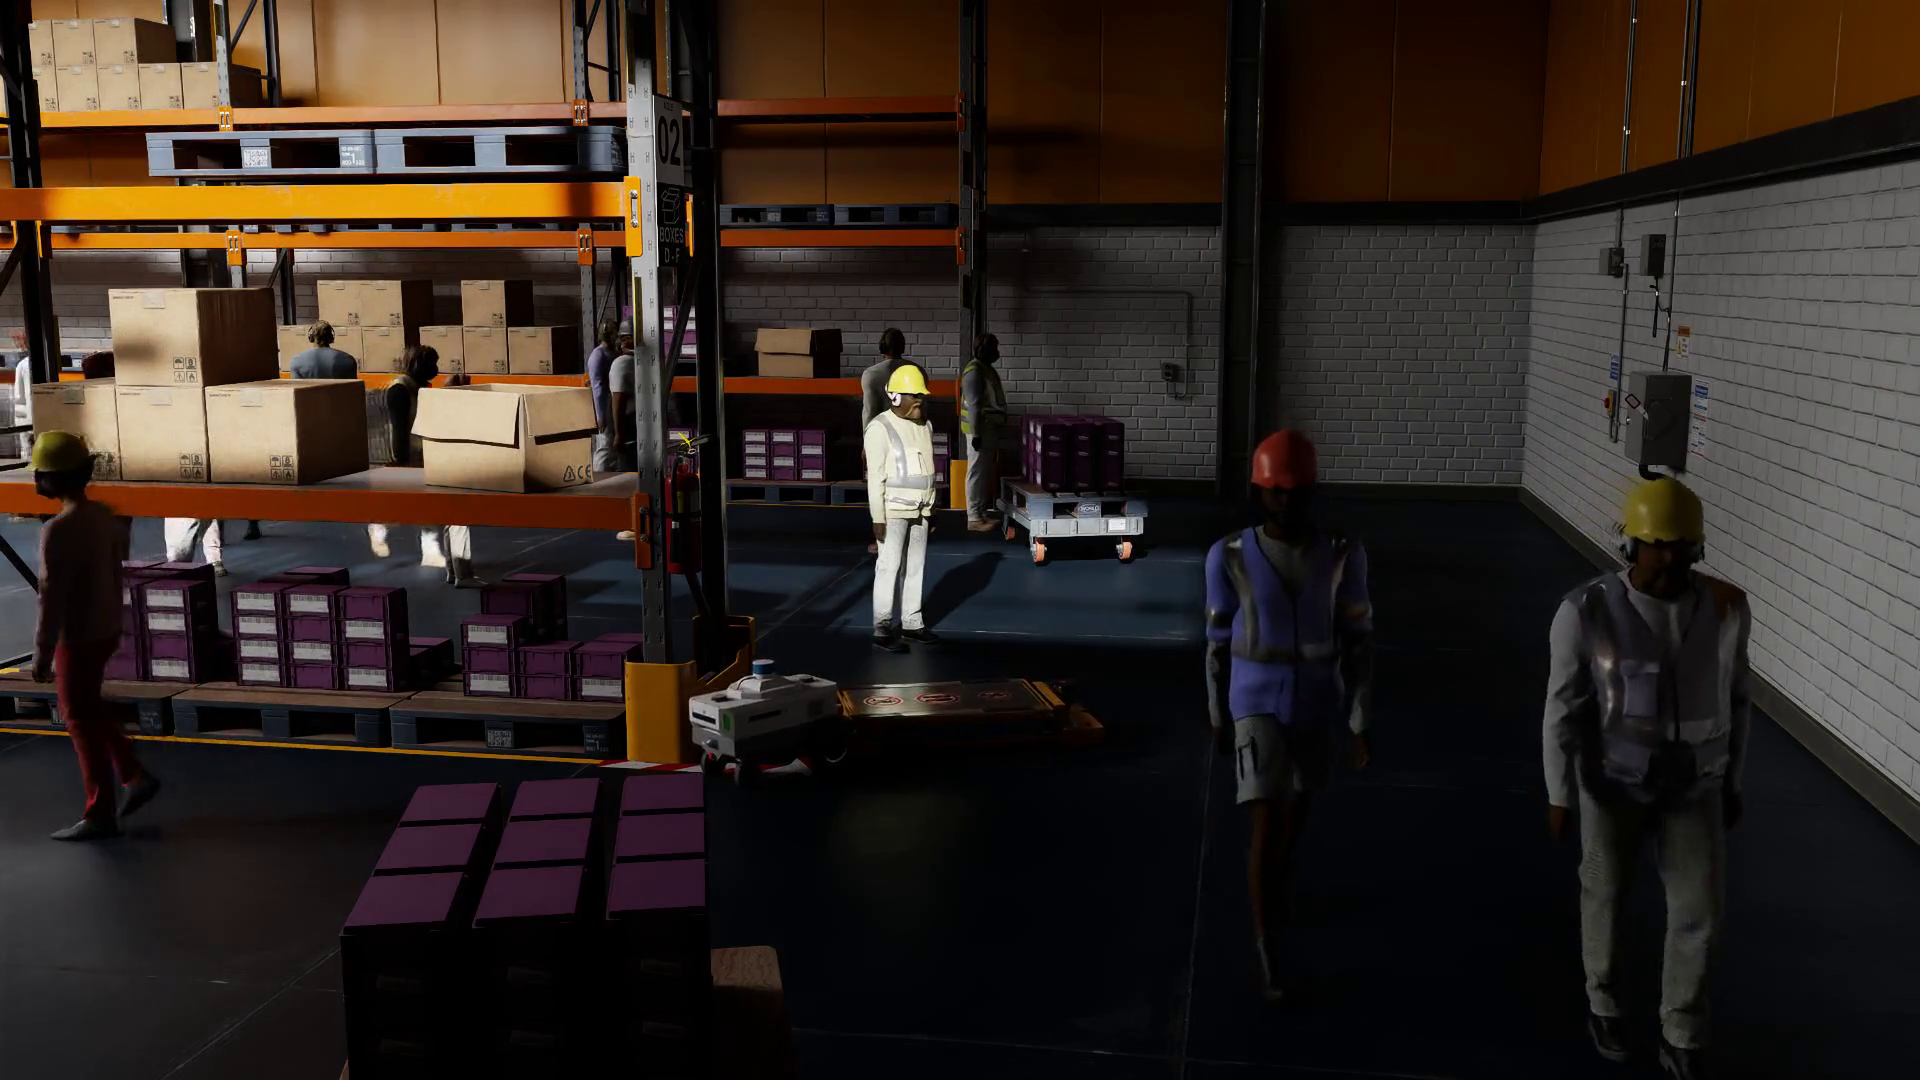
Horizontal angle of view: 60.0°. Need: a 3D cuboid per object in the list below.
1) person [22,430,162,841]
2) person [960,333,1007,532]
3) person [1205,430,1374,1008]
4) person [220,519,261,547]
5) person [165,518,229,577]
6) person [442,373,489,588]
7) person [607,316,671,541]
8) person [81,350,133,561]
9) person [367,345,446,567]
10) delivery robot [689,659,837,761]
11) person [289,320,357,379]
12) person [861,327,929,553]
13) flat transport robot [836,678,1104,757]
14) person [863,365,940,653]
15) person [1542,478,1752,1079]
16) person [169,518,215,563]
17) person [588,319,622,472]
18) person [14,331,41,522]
[{"bbox_3d":[-3.717,0.413,6.997,0.363,1.756,0.536,-1,9,-6],"label":"person"},{"bbox_3d":[0.227,-1.011,15.575,0.430,1.844,0.623,2,9,14],"label":"person"},{"bbox_3d":[1.113,0.547,5.778,0.548,1.896,1.008,0,9,-2],"label":"person"},{"bbox_3d":[-6.412,-0.886,14.650,0.569,1.882,0.970,-1,9,-7],"label":"person"},{"bbox_3d":[-6.027,-0.678,13.030,0.622,1.992,0.396,-6,11,-35],"label":"person"},{"bbox_3d":[-3.823,-0.452,12.724,0.312,1.642,0.512,-5,10,-27],"label":"person"},{"bbox_3d":[-2.921,-1.023,15.029,0.539,2.000,0.688,5,11,30],"label":"person"},{"bbox_3d":[-5.600,-0.293,10.955,0.400,1.902,0.648,-8,12,-41],"label":"person"},{"bbox_3d":[-4.493,-0.679,13.593,0.651,1.821,0.648,2,9,14],"label":"person"},{"bbox_3d":[-0.937,0.814,7.938,0.707,0.478,0.477,-9,13,-43],"label":"delivery robot"},{"bbox_3d":[-6.222,-1.182,16.333,0.638,1.938,0.357,-5,10,-27],"label":"person"},{"bbox_3d":[-0.567,-0.841,14.220,0.630,1.940,0.372,-6,11,-32],"label":"person"},{"bbox_3d":[-0.033,0.902,8.565,1.431,0.197,0.652,-2,9,-11],"label":"flat transport robot"},{"bbox_3d":[-0.353,-0.199,10.592,0.404,1.823,0.593,7,12,38],"label":"person"},{"bbox_3d":[2.039,0.724,4.889,0.631,1.807,0.676,1,9,4],"label":"person"},{"bbox_3d":[-5.779,-0.516,12.489,0.465,1.858,0.603,-6,11,-35],"label":"person"},{"bbox_3d":[-3.561,-1.275,16.915,0.355,1.936,0.635,1,9,8],"label":"person"},{"bbox_3d":[-8.824,-1.113,16.139,0.845,1.851,0.601,-6,11,-34],"label":"person"}]
